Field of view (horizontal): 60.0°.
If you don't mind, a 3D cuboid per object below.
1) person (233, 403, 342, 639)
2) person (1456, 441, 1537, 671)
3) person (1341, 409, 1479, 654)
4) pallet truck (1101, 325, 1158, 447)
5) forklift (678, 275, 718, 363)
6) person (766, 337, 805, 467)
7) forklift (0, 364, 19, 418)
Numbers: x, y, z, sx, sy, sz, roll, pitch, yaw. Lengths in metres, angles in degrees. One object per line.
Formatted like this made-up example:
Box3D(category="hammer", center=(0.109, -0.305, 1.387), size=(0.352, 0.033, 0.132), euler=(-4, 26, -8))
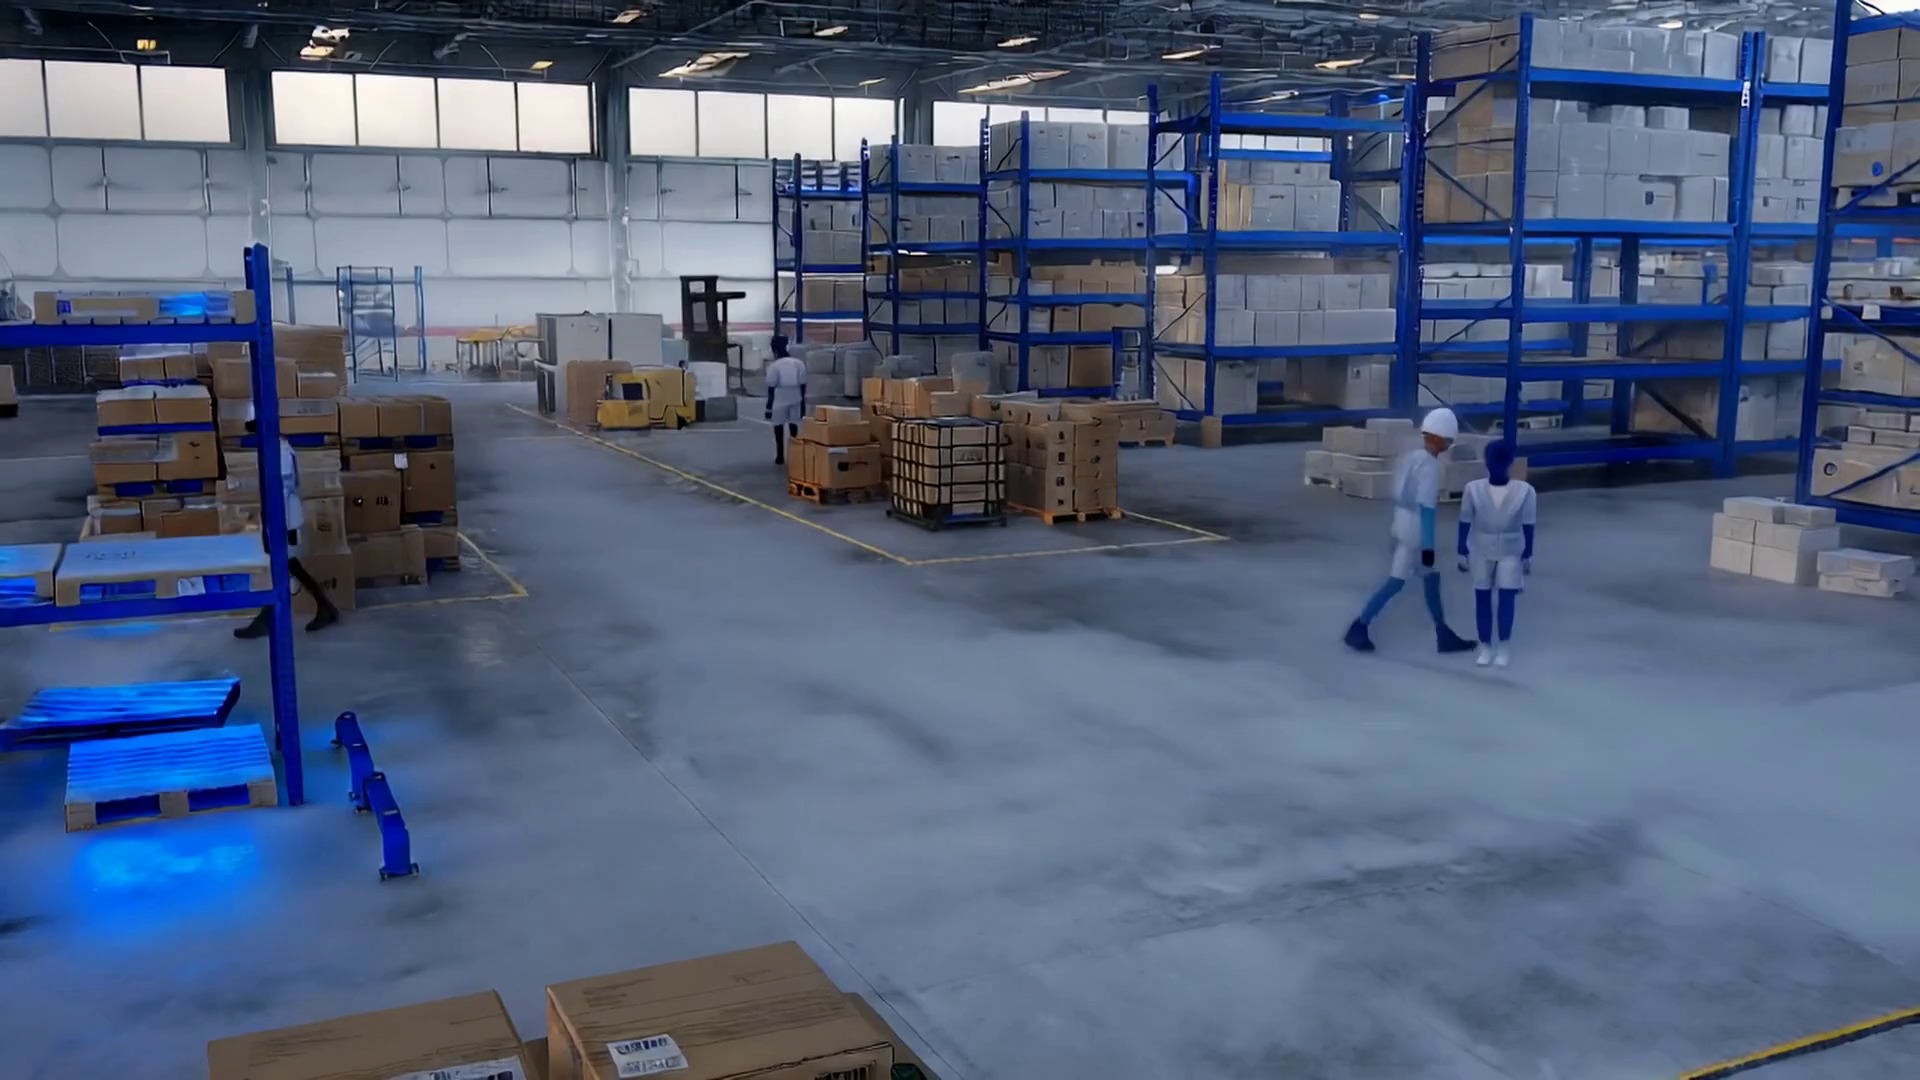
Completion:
Box3D(category="person", center=(-5.379, -0.166, 13.250), size=(0.802, 1.881, 0.619), euler=(-3, 10, -21))
Box3D(category="person", center=(3.867, 0.119, 12.061), size=(0.549, 1.677, 0.508), euler=(5, 10, 26))
Box3D(category="person", center=(3.392, -0.052, 12.539), size=(1.005, 1.883, 0.594), euler=(2, 9, 12))
Box3D(category="pallet truck", center=(2.881, -2.596, 27.923), size=(0.823, 1.965, 1.885), euler=(-1, 9, -7))
Box3D(category="forklift", center=(-5.976, -4.675, 38.090), size=(1.873, 2.768, 1.129), euler=(7, 12, 38))
Box3D(category="person", center=(-2.569, -2.016, 24.604), size=(0.634, 1.950, 0.369), euler=(-5, 10, -29))
Box3D(category="forklift", center=(-19.410, -3.697, 32.024), size=(1.873, 2.768, 1.129), euler=(1, 9, 8))
